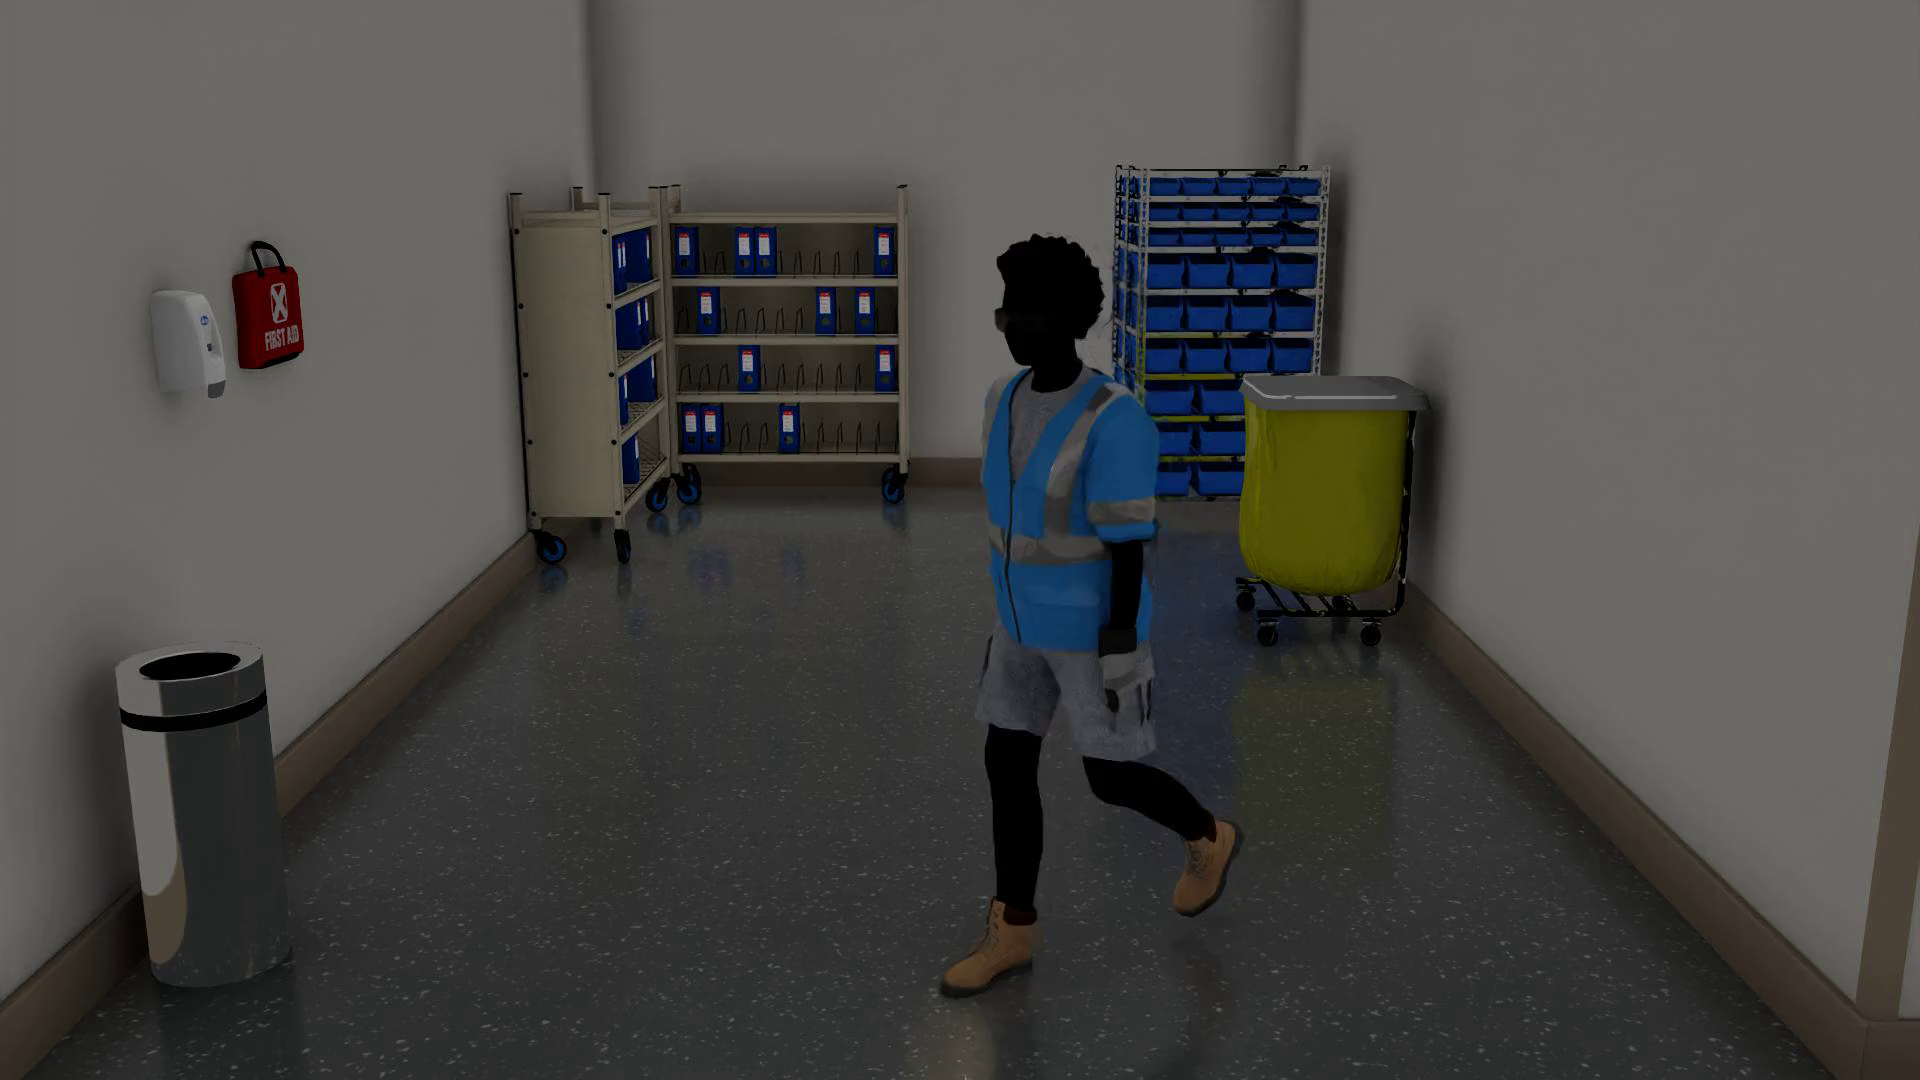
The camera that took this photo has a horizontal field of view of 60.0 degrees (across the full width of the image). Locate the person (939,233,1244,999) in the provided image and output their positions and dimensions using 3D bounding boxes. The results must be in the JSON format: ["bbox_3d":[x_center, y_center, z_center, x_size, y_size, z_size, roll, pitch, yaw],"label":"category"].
[{"bbox_3d":[0.308,0.162,3.678,0.733,1.672,0.541,-9,16,-34],"label":"person"}]
